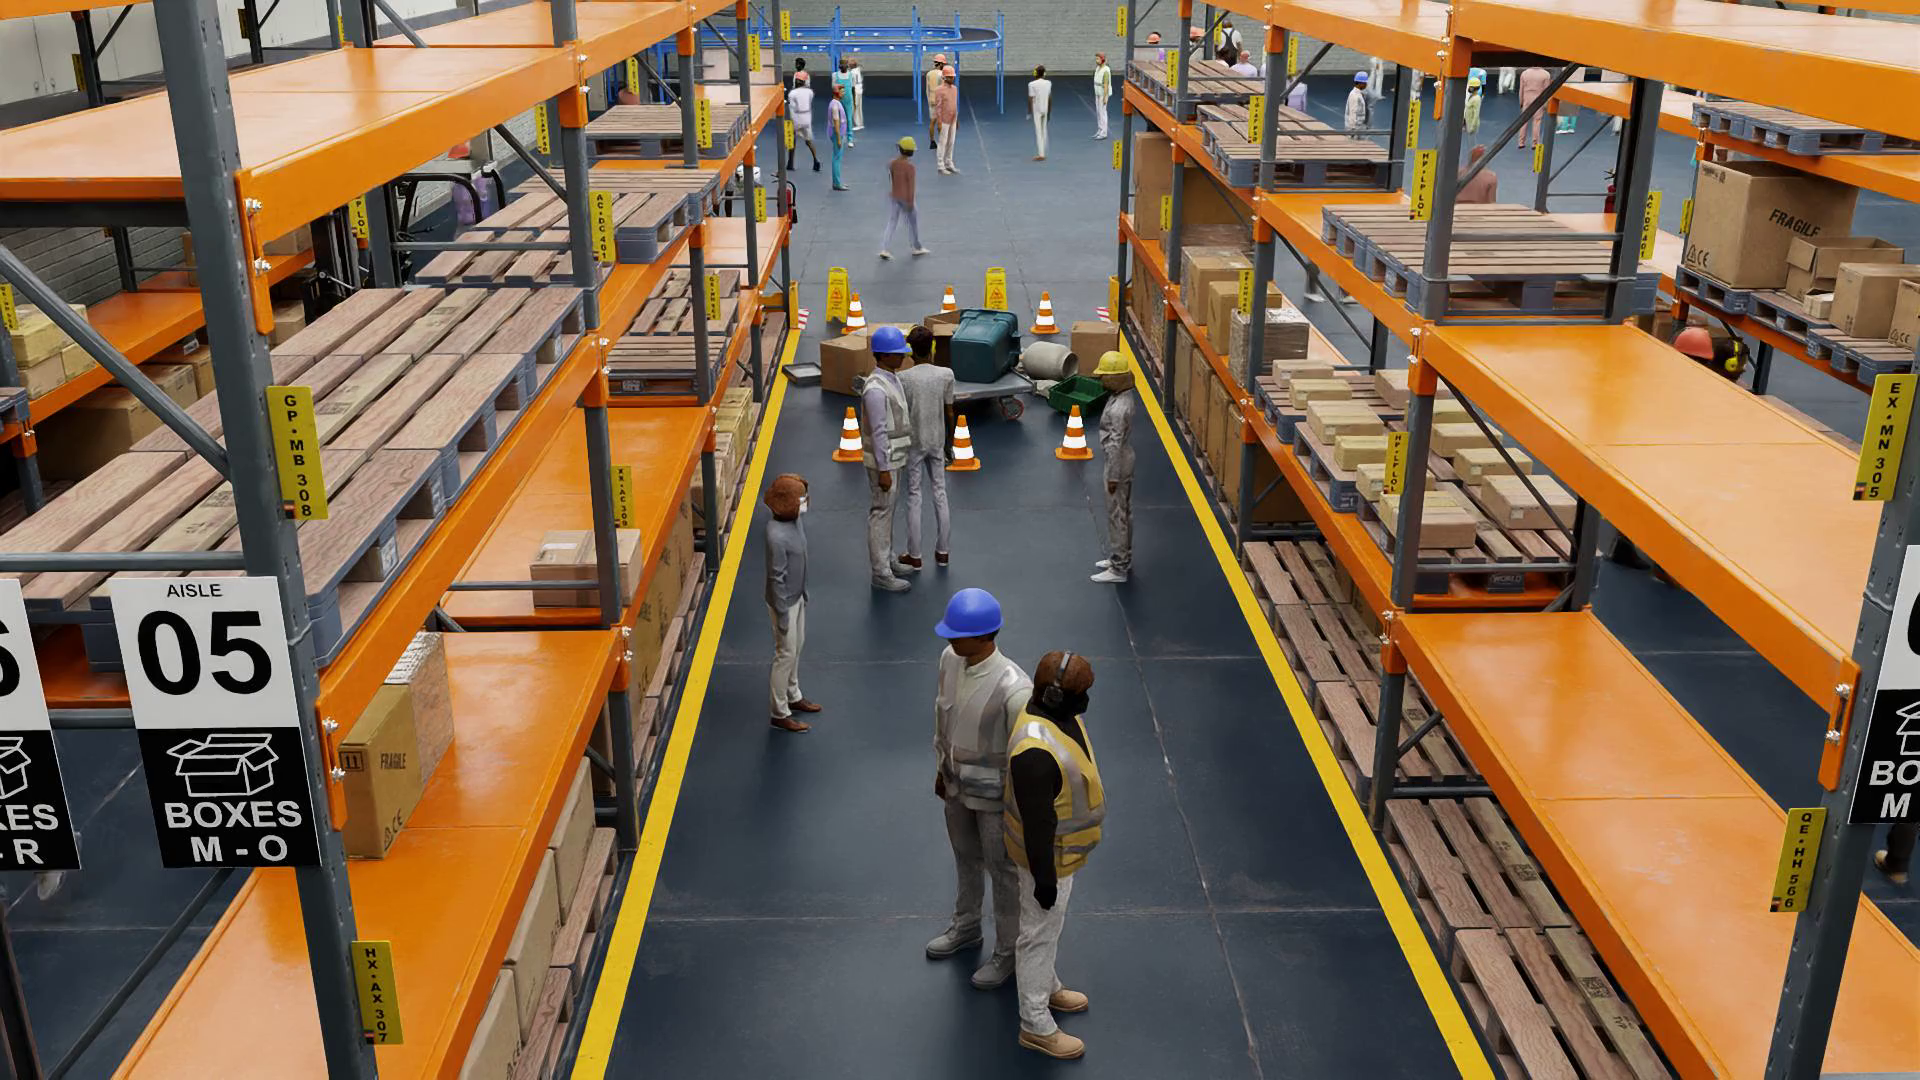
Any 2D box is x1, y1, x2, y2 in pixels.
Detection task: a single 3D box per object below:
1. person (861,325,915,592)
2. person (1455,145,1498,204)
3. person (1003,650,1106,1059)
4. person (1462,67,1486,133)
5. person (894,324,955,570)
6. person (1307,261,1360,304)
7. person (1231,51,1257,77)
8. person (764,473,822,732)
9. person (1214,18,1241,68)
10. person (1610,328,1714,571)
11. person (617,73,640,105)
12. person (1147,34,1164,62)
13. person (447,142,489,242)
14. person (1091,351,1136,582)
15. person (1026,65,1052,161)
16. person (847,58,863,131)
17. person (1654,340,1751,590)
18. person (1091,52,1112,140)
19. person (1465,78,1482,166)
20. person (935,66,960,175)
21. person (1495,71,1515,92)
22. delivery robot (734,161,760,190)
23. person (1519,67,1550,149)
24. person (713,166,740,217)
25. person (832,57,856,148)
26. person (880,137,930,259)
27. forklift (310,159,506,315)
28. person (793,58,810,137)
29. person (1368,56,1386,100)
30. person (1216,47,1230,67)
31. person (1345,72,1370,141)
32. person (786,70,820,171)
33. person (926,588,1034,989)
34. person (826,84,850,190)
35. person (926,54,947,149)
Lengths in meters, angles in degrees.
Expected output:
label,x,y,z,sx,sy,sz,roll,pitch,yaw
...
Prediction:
label,x,y,z,sx,sy,sz,roll,pitch,yaw
person,-0.529,-0.598,12.064,0.384,1.948,0.605,2,21,5
person,6.624,-4.147,21.525,0.643,1.890,0.511,14,25,32
person,0.406,1.322,7.145,0.429,1.838,0.621,3,21,9
person,11.488,-9.978,37.217,0.530,1.689,0.322,15,25,34
person,-0.285,-0.687,12.417,0.518,1.865,0.328,-7,22,-19
person,4.704,-3.867,20.778,0.604,1.887,0.894,-11,23,-27
person,6.067,-9.495,35.637,0.646,1.907,0.401,12,24,28
person,-1.020,0.368,9.963,0.289,1.622,0.508,3,21,7
person,7.257,-13.257,45.394,0.725,2.000,0.628,-2,21,-6
person,5.283,-0.619,12.181,0.857,1.896,0.547,15,26,35
person,-6.070,-7.820,31.242,0.658,1.886,0.711,2,21,5
person,4.688,-11.236,40.200,0.376,1.934,0.547,-10,23,-25
person,-6.235,-4.093,21.206,0.628,2.015,0.611,11,23,27
person,1.122,-0.539,12.210,0.322,1.738,0.486,4,21,10
person,1.584,-8.478,33.076,0.507,1.833,0.640,-11,24,-28
person,-2.377,-10.116,37.694,0.329,1.609,0.658,2,21,6
person,5.415,-0.517,11.990,0.552,1.850,0.656,10,23,25
person,3.090,-9.642,36.127,0.395,1.836,0.561,-5,21,-13
person,9.636,-7.818,31.399,0.322,1.767,0.533,3,21,7
person,-0.226,-7.880,31.244,0.384,1.993,0.622,15,25,34
person,15.044,-13.192,45.644,0.602,1.723,0.700,-7,22,-19
delivery robot,-3.782,-6.410,29.233,0.477,0.478,0.707,4,21,12
person,11.953,-9.107,34.612,0.641,1.908,0.407,17,27,38
person,-3.590,-5.655,25.450,0.376,1.934,0.547,19,28,41
person,-2.425,-9.159,34.835,0.504,1.847,0.345,-2,21,-4
person,-0.813,-4.863,23.672,0.526,1.720,0.897,16,26,36
forklift,-5.622,-2.910,17.832,2.313,2.155,1.214,-1,21,-1
person,-3.480,-9.706,36.487,0.318,1.696,0.532,-16,26,-36
person,11.037,-12.585,43.801,0.531,1.919,0.661,5,21,14
person,5.742,-9.913,36.747,0.401,1.907,0.600,-8,22,-19
person,7.293,-7.637,30.673,0.408,1.942,0.615,7,22,19
person,-3.012,-7.942,31.569,0.543,1.879,0.840,-12,24,-29
person,0.089,1.113,7.546,0.399,1.942,0.615,-16,26,-37
person,-2.178,-7.159,29.547,0.389,1.846,0.567,-2,21,-4
person,-0.441,-9.095,34.553,0.546,1.926,0.388,18,27,39
